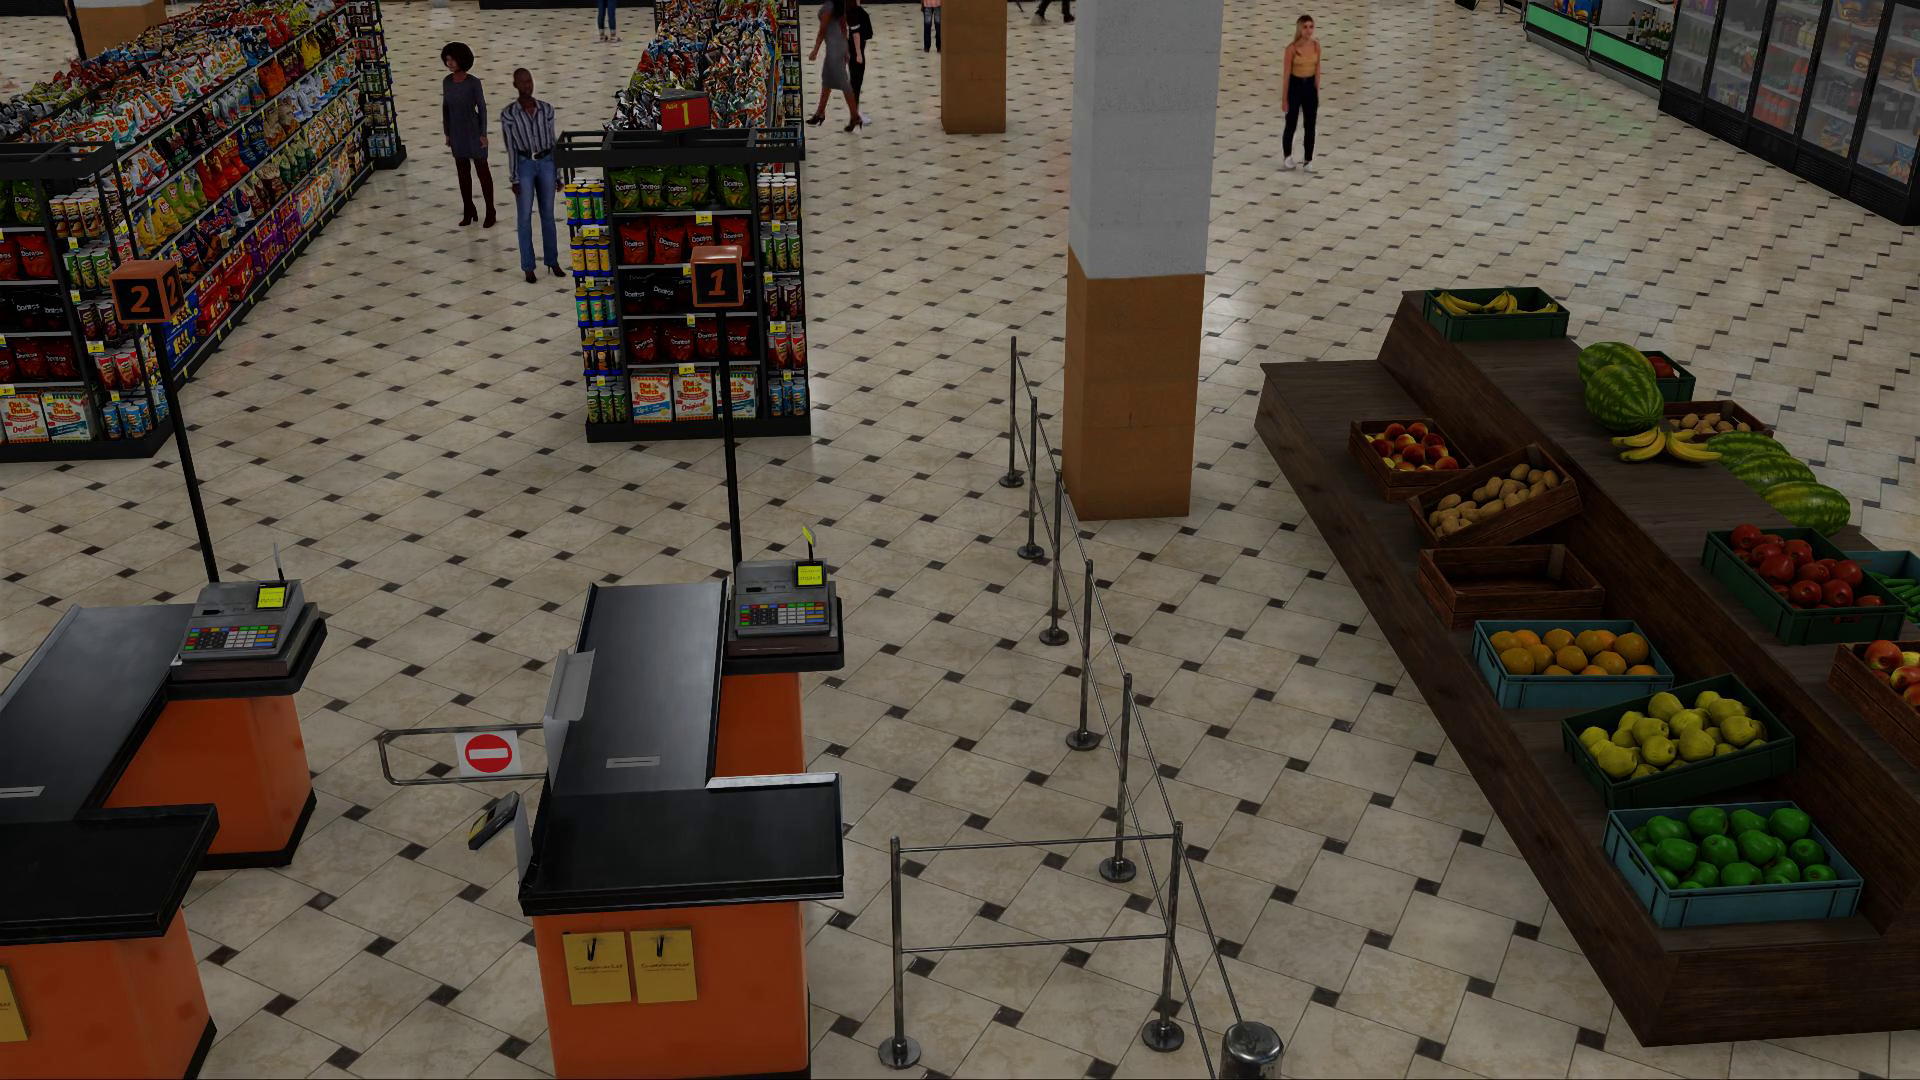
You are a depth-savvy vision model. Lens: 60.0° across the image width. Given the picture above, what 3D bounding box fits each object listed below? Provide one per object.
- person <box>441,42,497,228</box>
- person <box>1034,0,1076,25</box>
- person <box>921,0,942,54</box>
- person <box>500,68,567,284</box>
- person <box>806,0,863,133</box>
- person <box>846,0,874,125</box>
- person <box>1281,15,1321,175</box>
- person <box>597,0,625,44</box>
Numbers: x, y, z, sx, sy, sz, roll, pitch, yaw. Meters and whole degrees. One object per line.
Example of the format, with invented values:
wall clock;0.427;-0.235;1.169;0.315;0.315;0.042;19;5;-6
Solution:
person;-4.627;-3.807;15.651;0.655;1.710;0.629;8;28;15
person;1.456;-8.646;25.487;0.872;1.445;0.962;-12;29;-23
person;-0.389;-7.580;23.537;0.548;1.307;0.539;3;27;6
person;-3.644;-3.116;14.194;0.699;1.796;0.700;-18;32;-31
person;-1.323;-5.524;18.992;0.845;1.751;0.950;7;28;14
person;-1.222;-5.742;19.546;0.648;1.639;0.500;-2;27;-5
person;3.544;-4.702;17.531;0.685;1.605;0.922;-6;27;-11
person;-5.154;-8.005;24.181;0.632;1.482;0.631;10;29;19
